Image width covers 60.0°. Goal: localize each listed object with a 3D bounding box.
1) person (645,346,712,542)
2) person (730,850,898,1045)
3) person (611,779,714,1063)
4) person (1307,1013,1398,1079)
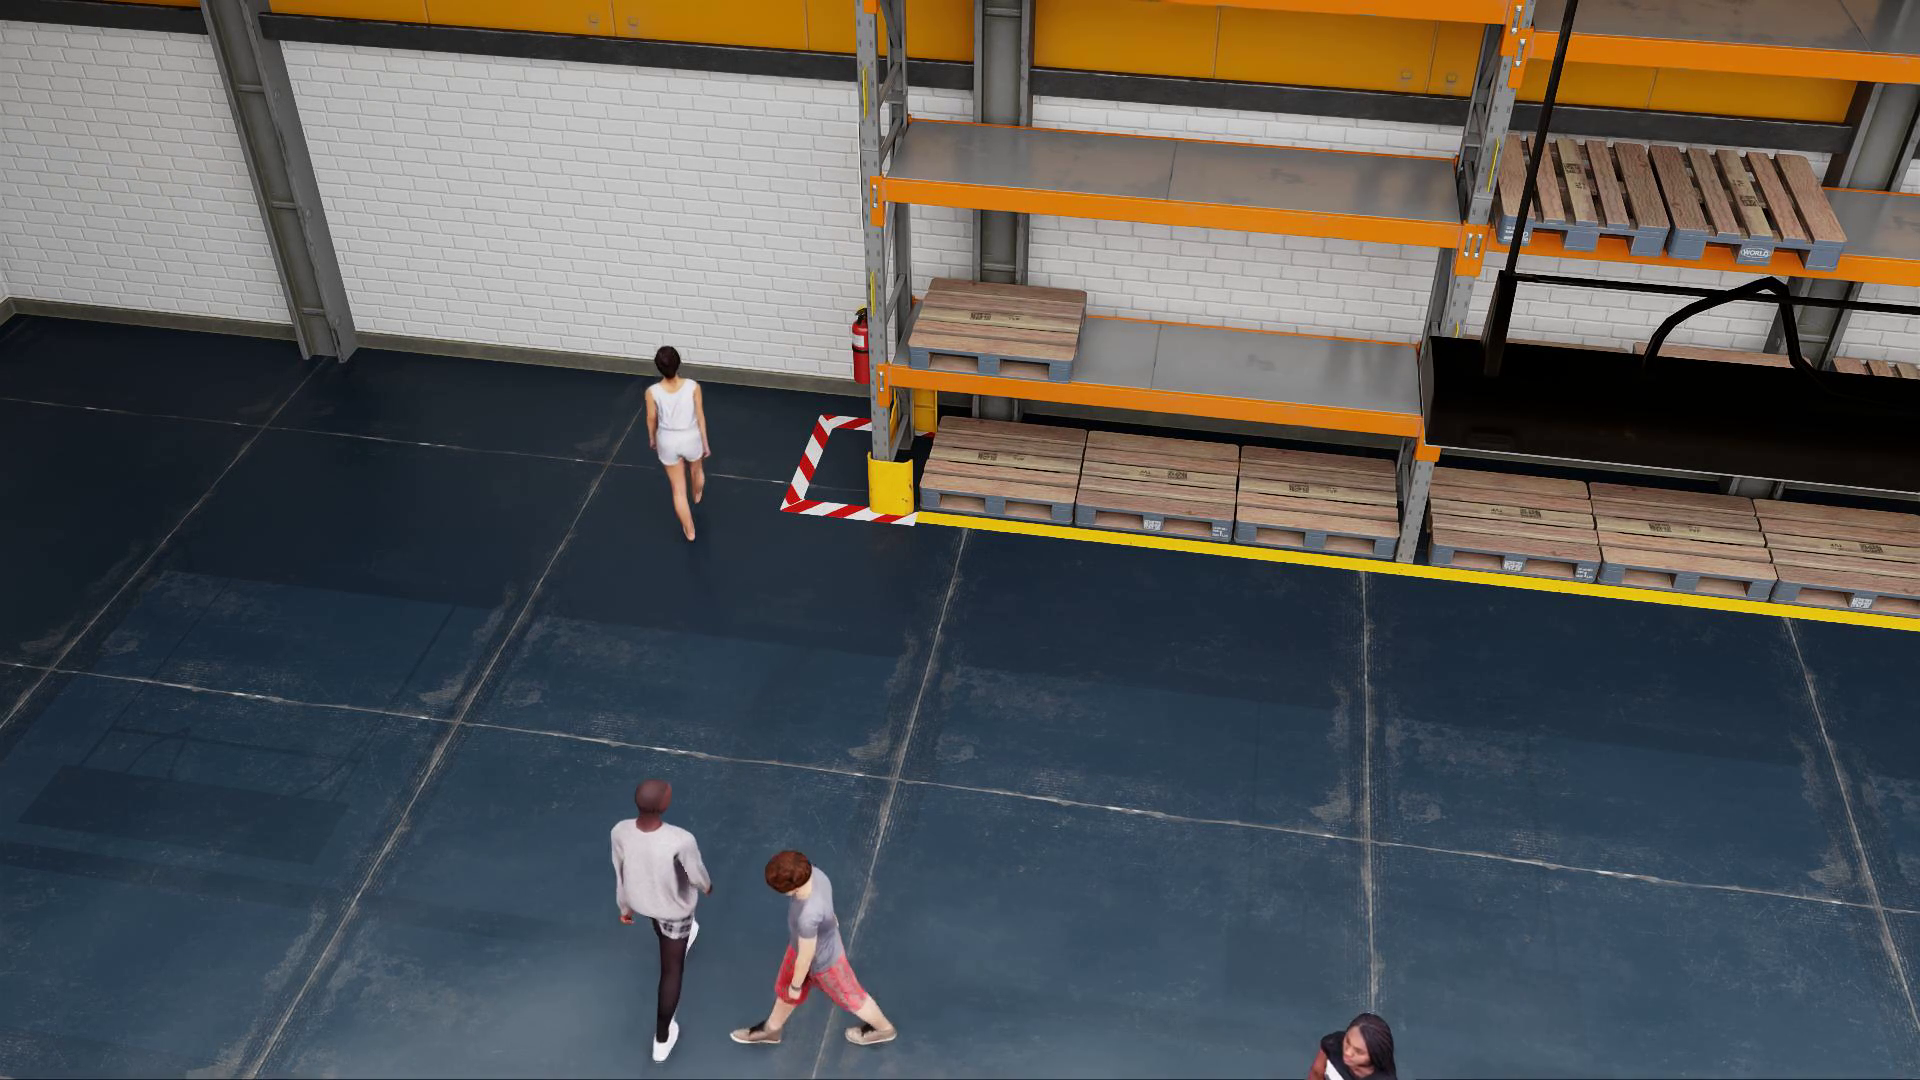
[{"bbox_3d":[-2.057,-0.669,12.247,0.937,1.586,0.868,-8,39,-10],"label":"person"},{"bbox_3d":[-0.647,2.175,8.674,1.205,1.600,0.857,-3,39,-4],"label":"person"},{"bbox_3d":[-1.596,2.004,8.788,1.111,1.725,0.751,8,39,10],"label":"person"},{"bbox_3d":[1.880,2.750,7.887,1.204,1.684,1.111,-21,43,-25],"label":"person"}]
